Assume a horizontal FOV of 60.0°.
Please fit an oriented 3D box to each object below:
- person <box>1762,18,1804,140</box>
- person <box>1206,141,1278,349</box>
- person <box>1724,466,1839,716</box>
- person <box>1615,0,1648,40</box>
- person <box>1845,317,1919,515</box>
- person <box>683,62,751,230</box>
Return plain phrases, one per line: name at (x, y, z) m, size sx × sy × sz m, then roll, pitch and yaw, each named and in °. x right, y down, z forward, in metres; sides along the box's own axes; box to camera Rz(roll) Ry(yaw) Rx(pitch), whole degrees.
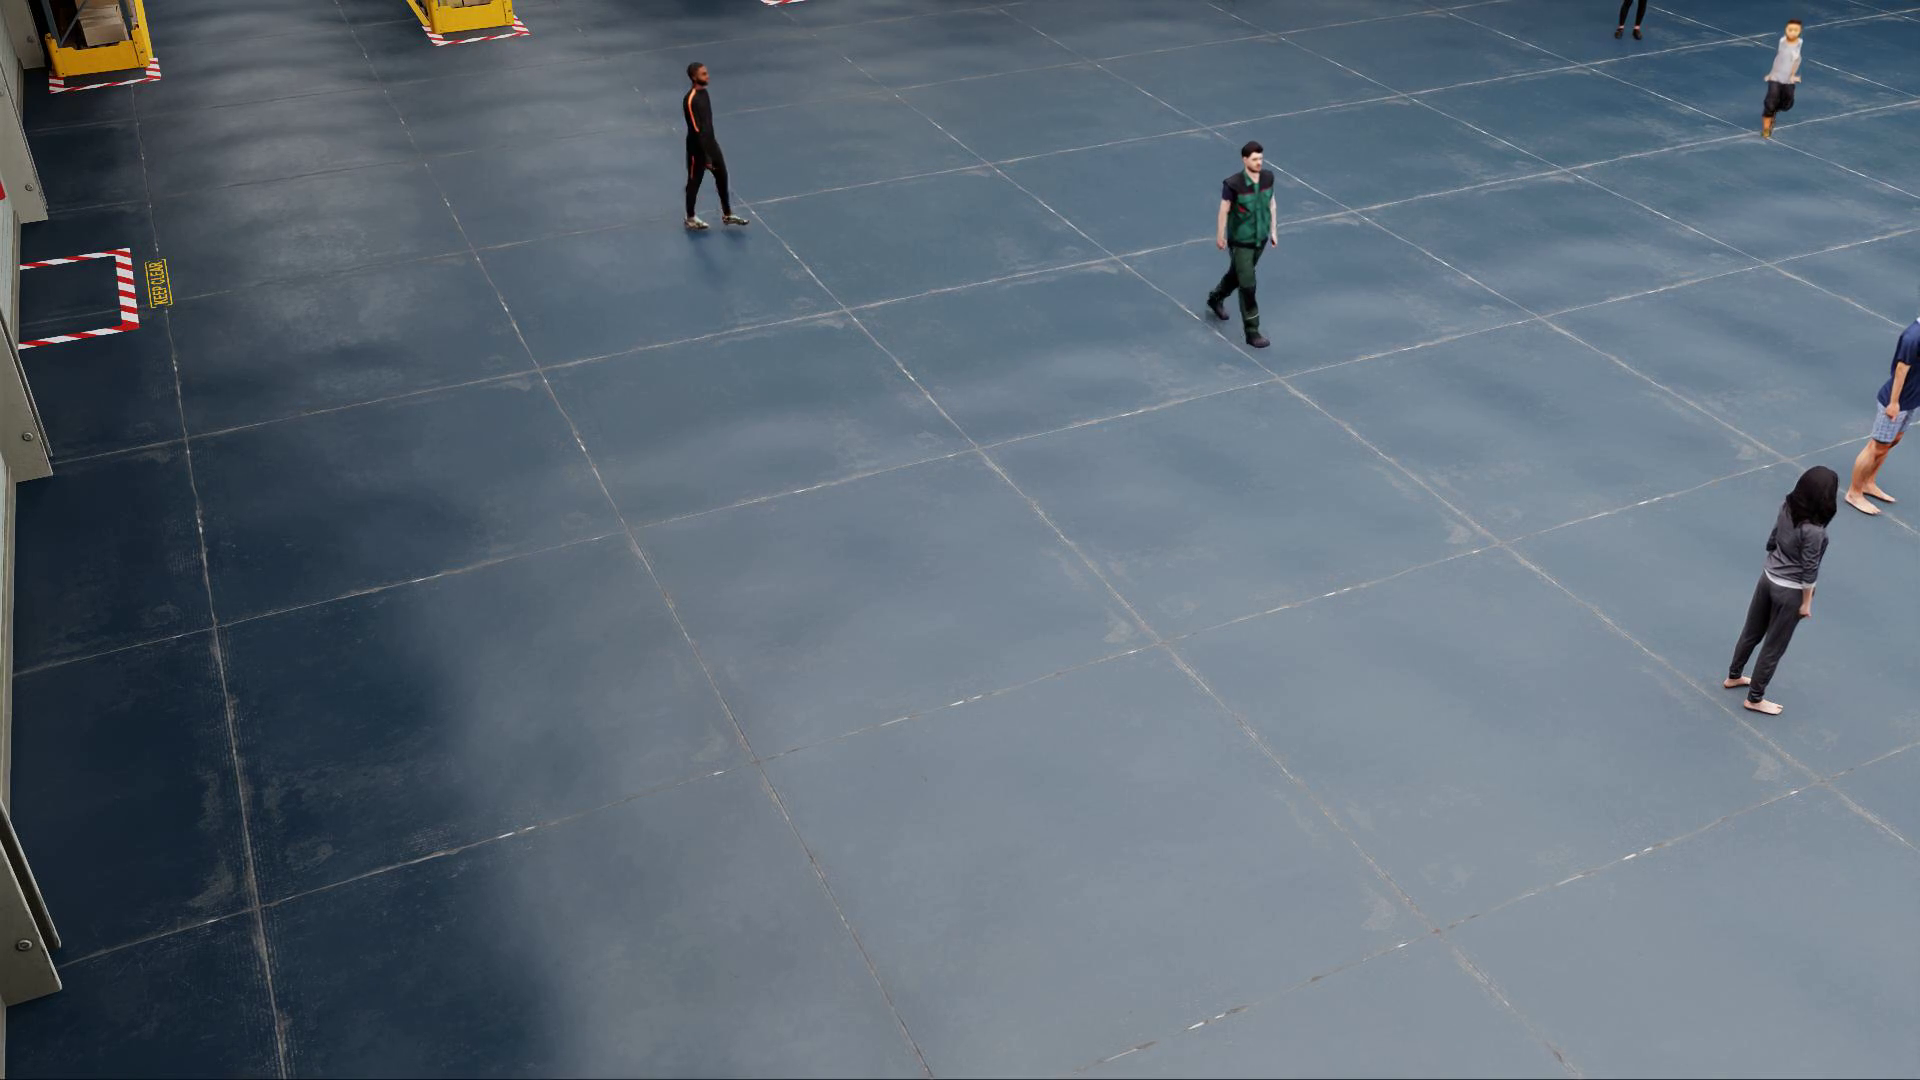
person at (9.928, -5.637, 20.075) m, size 0.824 × 1.449 × 0.903 m, roll 7°, pitch 34°, yaw 11°
person at (2.580, -2.779, 15.311) m, size 0.759 × 1.851 × 1.288 m, roll -18°, pitch 37°, yaw -26°
person at (5.272, 0.303, 10.653) m, size 0.716 × 1.763 × 0.550 m, roll -4°, pitch 33°, yaw -7°
person at (9.588, -7.930, 23.364) m, size 0.696 × 1.708 × 0.722 m, roll 6°, pitch 34°, yaw 9°
person at (7.209, -1.102, 12.735) m, size 0.663 × 1.849 × 0.631 m, roll -23°, pitch 39°, yaw -31°
person at (-2.793, -4.092, 17.396) m, size 1.027 × 1.778 × 0.972 m, roll 11°, pitch 35°, yaw 17°
